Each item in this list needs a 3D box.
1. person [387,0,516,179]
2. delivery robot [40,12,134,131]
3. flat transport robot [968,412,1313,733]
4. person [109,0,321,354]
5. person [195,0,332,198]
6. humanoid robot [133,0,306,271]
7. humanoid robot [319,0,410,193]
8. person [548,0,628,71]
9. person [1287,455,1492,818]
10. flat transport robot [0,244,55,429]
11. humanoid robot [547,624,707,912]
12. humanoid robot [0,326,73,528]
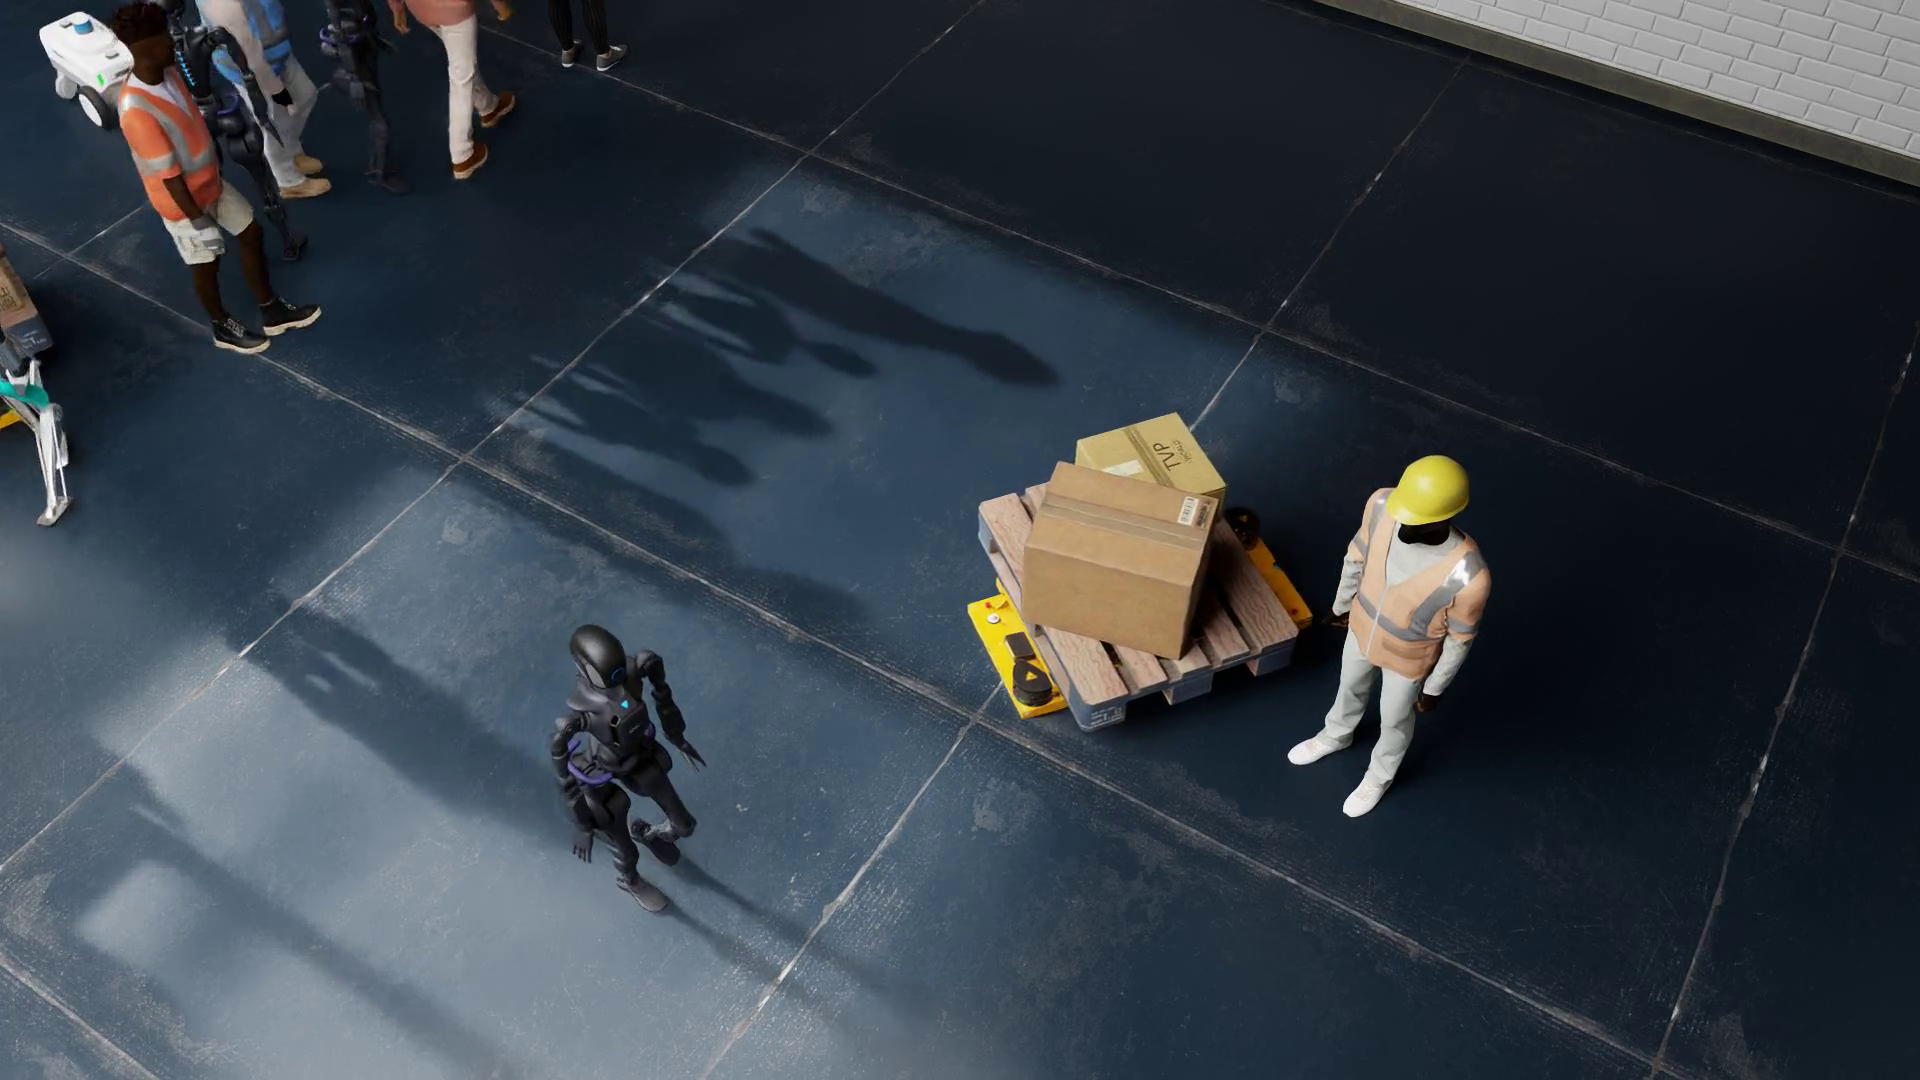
[{"bbox_3d":[-2.876,-3.048,9.368,0.628,1.954,0.840,17,51,14],"label":"person"},{"bbox_3d":[-5.255,-2.920,10.167,0.750,0.578,0.499,33,57,26],"label":"delivery robot"},{"bbox_3d":[0.817,0.313,7.542,1.431,0.231,0.659,-17,51,-14],"label":"flat transport robot"},{"bbox_3d":[-3.727,-1.714,8.205,0.557,1.941,0.702,-2,49,-1],"label":"person"},{"bbox_3d":[-3.823,-2.610,9.078,0.437,1.812,0.654,-9,49,-7],"label":"person"},{"bbox_3d":[-3.926,-2.169,8.767,0.599,1.657,0.315,-11,50,-10],"label":"humanoid robot"},{"bbox_3d":[-3.359,-2.721,9.261,0.350,1.649,0.602,0,49,0],"label":"humanoid robot"},{"bbox_3d":[-2.381,-3.661,10.024,0.775,1.757,0.436,11,50,10],"label":"person"},{"bbox_3d":[1.653,0.375,6.387,0.364,1.925,0.592,-29,55,-23],"label":"person"},{"bbox_3d":[-5.422,-0.959,8.654,0.659,0.231,1.431,-29,55,-23],"label":"flat transport robot"},{"bbox_3d":[-1.249,0.854,6.132,0.379,1.643,0.600,31,56,24],"label":"humanoid robot"},{"bbox_3d":[-4.516,-0.880,7.600,0.553,1.734,0.922,-5,49,-5],"label":"humanoid robot"}]
